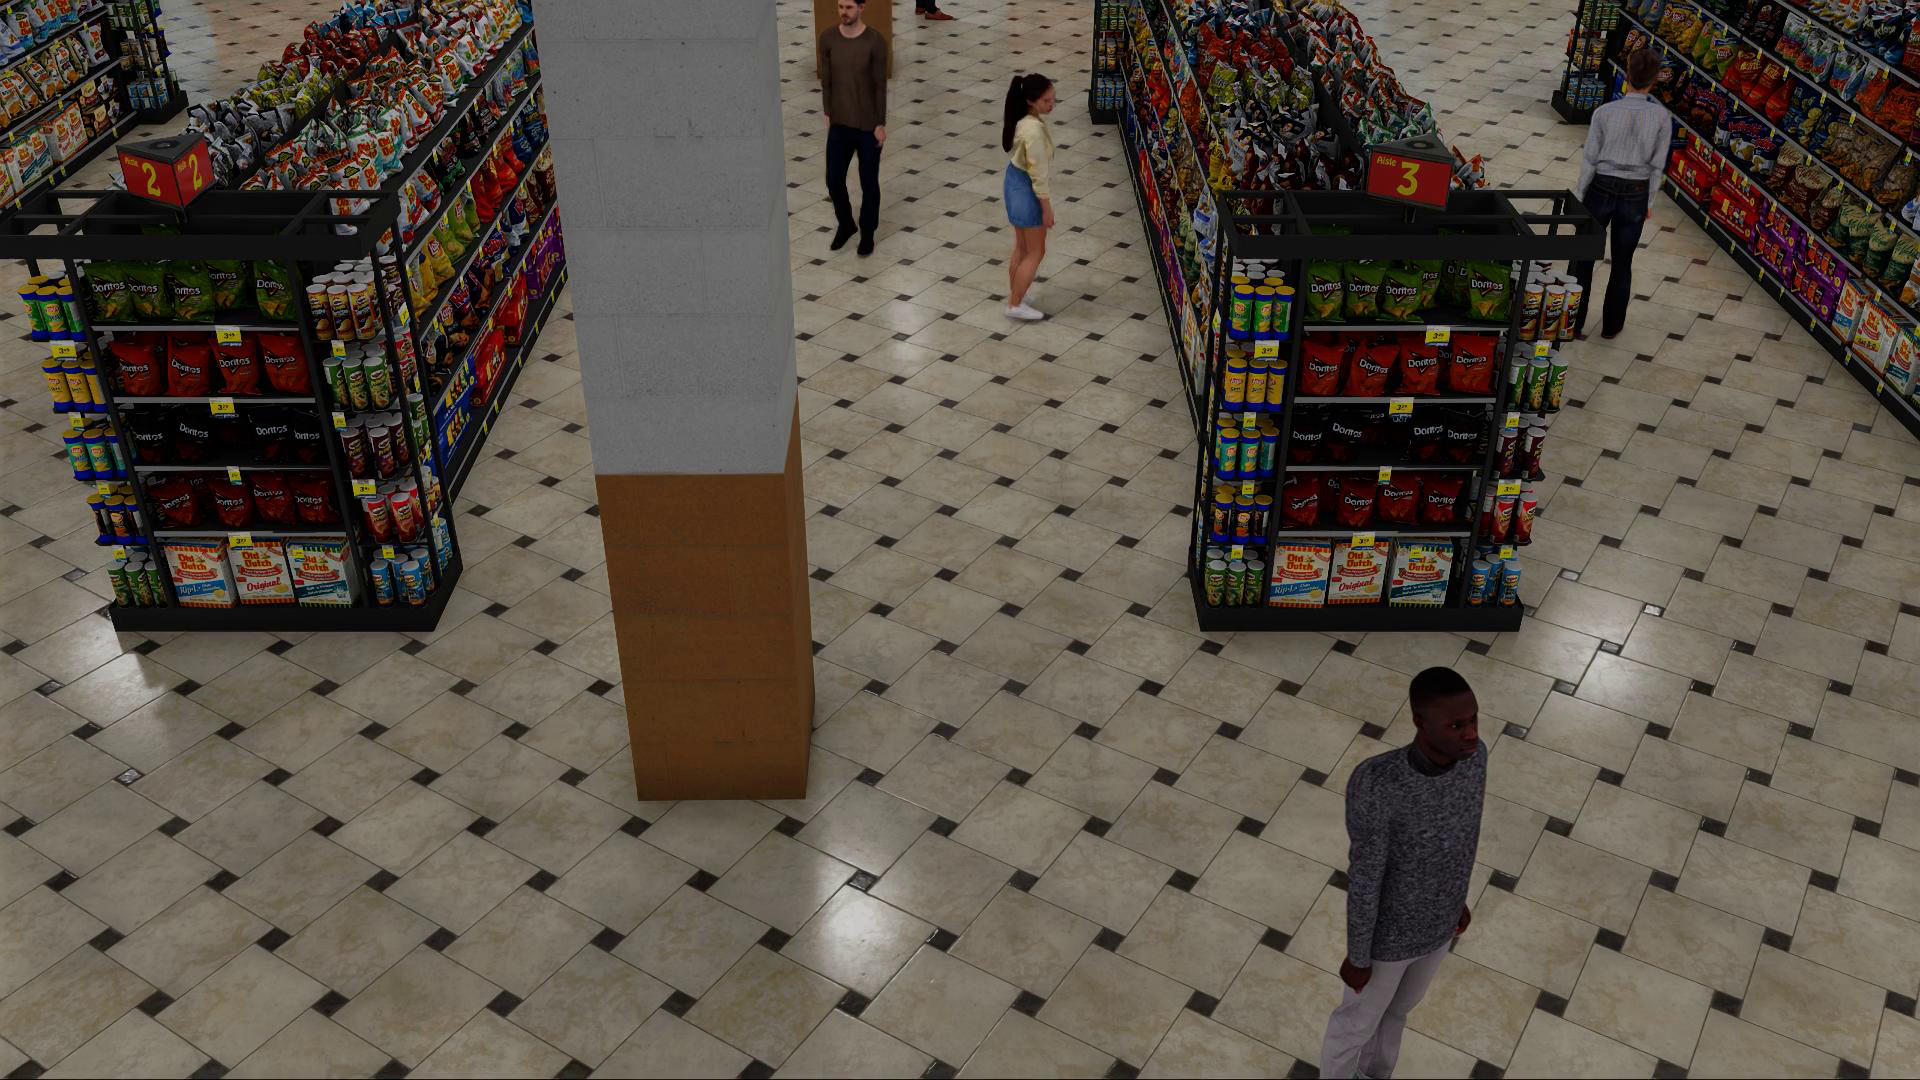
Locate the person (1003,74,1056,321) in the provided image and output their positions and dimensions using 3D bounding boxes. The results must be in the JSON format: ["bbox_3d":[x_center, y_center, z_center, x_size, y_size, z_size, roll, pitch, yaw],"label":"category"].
[{"bbox_3d":[0.426,-2.218,10.666,0.801,1.608,0.625,-20,37,-29],"label":"person"}]

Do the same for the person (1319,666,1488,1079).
[{"bbox_3d":[1.332,1.146,5.042,0.757,1.839,0.770,-21,37,-29],"label":"person"}]

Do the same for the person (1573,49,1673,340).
[{"bbox_3d":[4.076,-2.137,10.336,0.710,1.819,0.671,10,33,15],"label":"person"}]

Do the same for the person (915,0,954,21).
[{"bbox_3d":[-0.334,-6.285,16.997,0.830,1.825,0.675,-11,34,-17],"label":"person"}]

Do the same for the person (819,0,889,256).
[{"bbox_3d":[-0.695,-2.922,11.544,0.694,1.877,0.653,6,32,10],"label":"person"}]
